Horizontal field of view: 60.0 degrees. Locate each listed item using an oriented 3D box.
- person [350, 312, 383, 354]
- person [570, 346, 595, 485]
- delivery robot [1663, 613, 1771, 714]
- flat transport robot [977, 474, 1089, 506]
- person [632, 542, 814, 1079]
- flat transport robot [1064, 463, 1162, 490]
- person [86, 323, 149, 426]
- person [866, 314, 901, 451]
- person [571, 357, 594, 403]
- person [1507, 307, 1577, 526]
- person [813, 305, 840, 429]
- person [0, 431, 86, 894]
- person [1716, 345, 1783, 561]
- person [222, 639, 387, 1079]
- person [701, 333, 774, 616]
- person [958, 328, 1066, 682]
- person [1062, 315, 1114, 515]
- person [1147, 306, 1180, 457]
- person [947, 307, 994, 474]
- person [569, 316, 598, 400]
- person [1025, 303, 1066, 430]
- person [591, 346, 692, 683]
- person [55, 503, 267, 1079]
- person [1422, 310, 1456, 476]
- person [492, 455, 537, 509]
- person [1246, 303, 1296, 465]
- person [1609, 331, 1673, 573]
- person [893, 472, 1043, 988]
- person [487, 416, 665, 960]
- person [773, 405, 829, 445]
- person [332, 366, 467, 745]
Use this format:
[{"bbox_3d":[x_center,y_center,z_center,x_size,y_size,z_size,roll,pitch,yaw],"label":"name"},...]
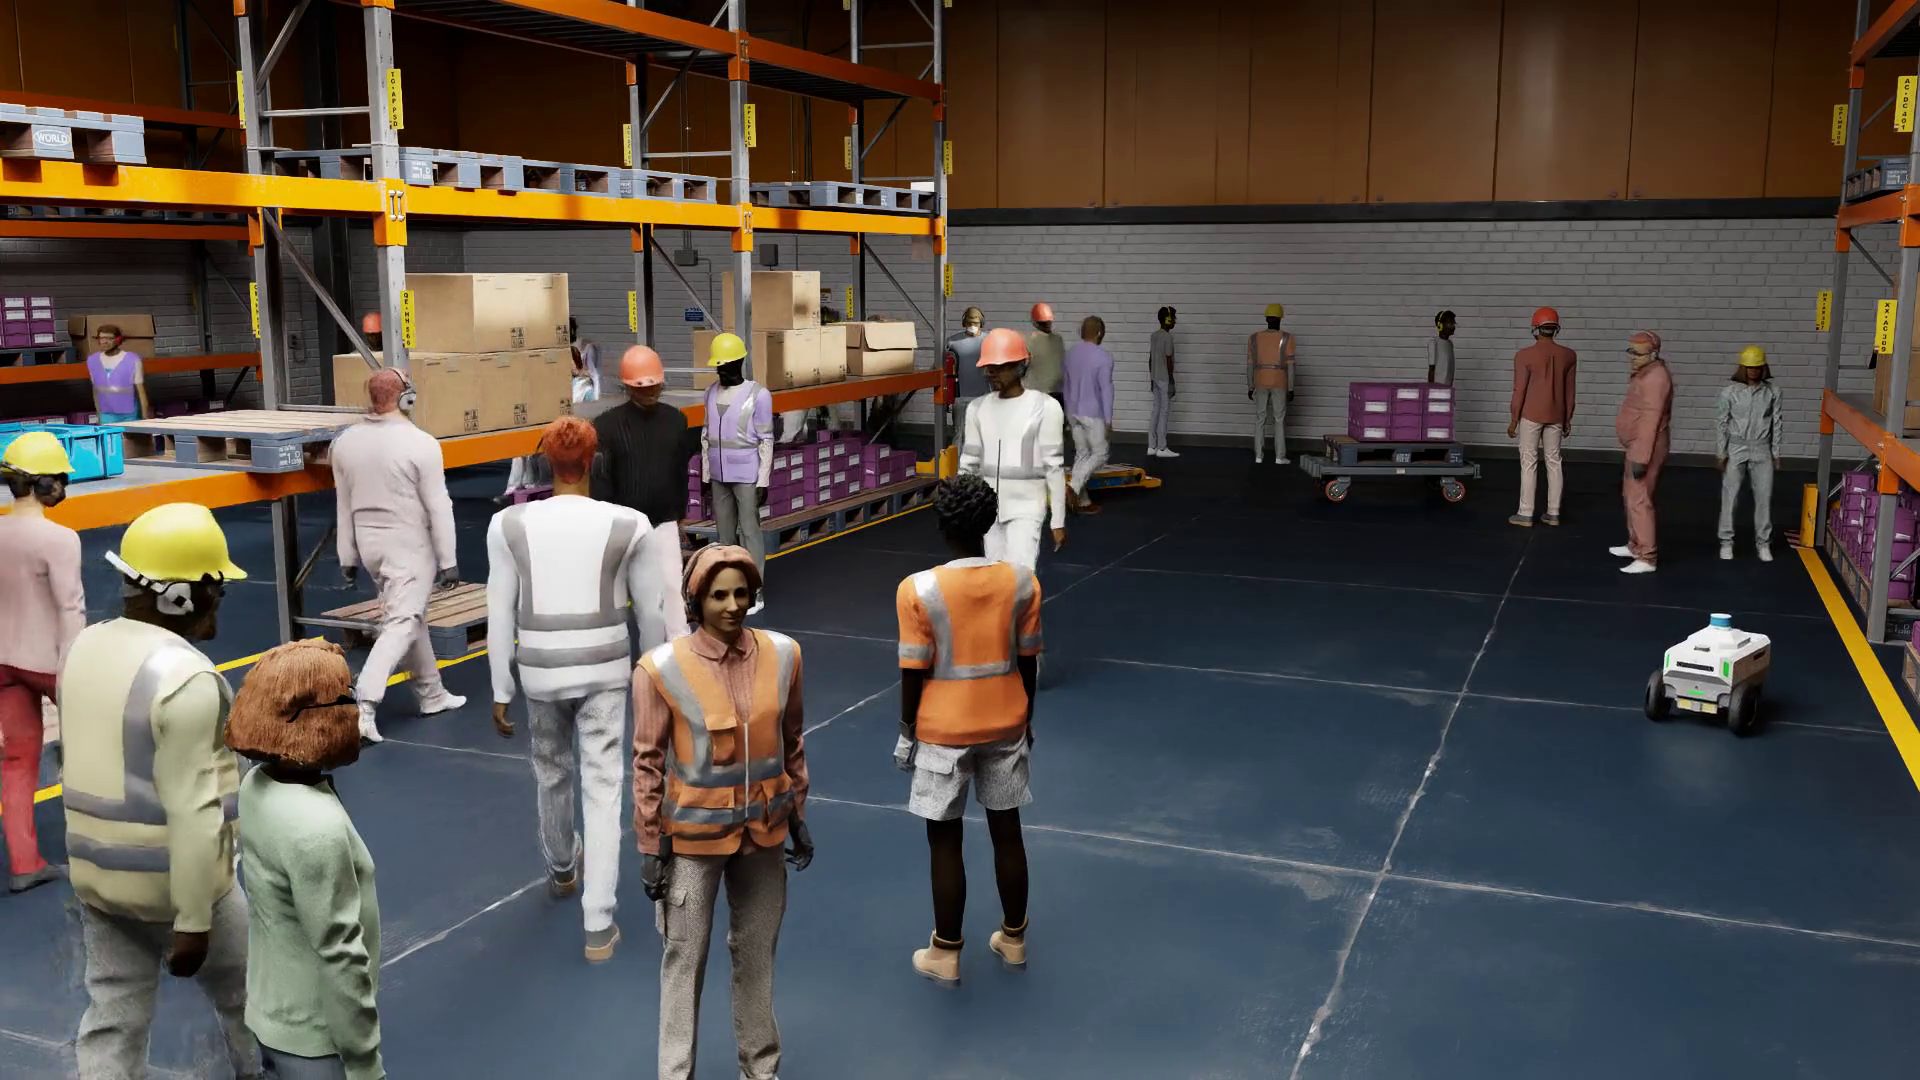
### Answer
[{"bbox_3d":[-5.513,-1.197,15.817,0.551,1.936,0.370,-2,10,-14],"label":"person"},{"bbox_3d":[-3.574,-0.975,15.363,0.522,1.639,0.309,5,11,30],"label":"person"},{"bbox_3d":[3.945,0.626,8.657,0.477,0.478,0.707,8,12,41],"label":"delivery robot"},{"bbox_3d":[0.617,-0.525,16.772,0.652,0.197,1.431,-6,11,-31],"label":"flat transport robot"},{"bbox_3d":[-0.638,0.815,4.517,0.525,1.639,0.307,-7,11,-35],"label":"person"},{"bbox_3d":[1.360,-0.650,17.530,1.431,0.197,0.652,-6,11,-31],"label":"flat transport robot"},{"bbox_3d":[-8.404,-1.286,16.755,0.569,1.814,0.816,0,9,2],"label":"person"},{"bbox_3d":[-0.870,-1.634,18.791,0.383,1.827,0.553,-2,10,-14],"label":"person"},{"bbox_3d":[-3.338,-0.825,14.509,0.539,1.613,0.623,4,10,24],"label":"person"},{"bbox_3d":[5.288,-1.118,15.152,0.625,1.992,0.389,-2,10,-10],"label":"person"},{"bbox_3d":[-1.738,-2.152,21.856,0.543,1.850,0.392,9,13,44],"label":"person"},{"bbox_3d":[-3.458,0.457,6.377,0.527,1.749,0.594,3,10,19],"label":"person"},{"bbox_3d":[6.353,-0.697,13.386,0.510,1.739,0.314,1,9,9],"label":"person"},{"bbox_3d":[-1.299,1.004,3.392,0.286,1.633,0.499,-7,12,-38],"label":"person"},{"bbox_3d":[-1.534,-0.441,11.287,0.586,1.917,0.380,6,11,32],"label":"person"},{"bbox_3d":[0.246,-0.138,9.114,0.654,2.026,0.501,7,12,36],"label":"person"},{"bbox_3d":[1.149,-1.157,15.668,0.554,1.907,0.672,-8,12,-40],"label":"person"},{"bbox_3d":[2.528,-1.965,20.685,0.309,1.864,0.535,-4,10,-20],"label":"person"},{"bbox_3d":[0.130,-1.517,17.764,0.627,1.934,0.371,-1,9,-7],"label":"person"},{"bbox_3d":[-4.415,-1.665,19.059,0.637,1.814,0.867,3,10,16],"label":"person"},{"bbox_3d":[0.979,-1.709,18.885,0.639,1.950,0.671,8,13,41],"label":"person"},{"bbox_3d":[-1.741,-0.102,9.162,0.649,1.927,1.043,-7,12,-36],"label":"person"},{"bbox_3d":[-1.896,0.794,4.165,0.581,1.788,0.802,5,11,29],"label":"person"},{"bbox_3d":[5.408,-1.633,18.655,0.324,1.871,0.526,8,12,39],"label":"person"},{"bbox_3d":[-4.364,-1.204,16.149,0.594,1.834,0.987,3,10,19],"label":"person"},{"bbox_3d":[3.707,-1.853,19.814,0.589,1.928,0.385,5,10,26],"label":"person"},{"bbox_3d":[5.273,-0.682,12.886,0.397,1.878,0.808,3,10,19],"label":"person"},{"bbox_3d":[0.026,0.624,5.499,0.540,1.696,0.317,-5,10,-26],"label":"person"},{"bbox_3d":[-1.351,0.474,5.953,0.587,1.839,0.933,-1,9,-5],"label":"person"},{"bbox_3d":[-1.722,-1.447,17.825,0.962,1.779,0.627,-7,12,-35],"label":"person"},{"bbox_3d":[-2.854,0.059,8.395,0.647,1.869,0.965,5,10,26],"label":"person"}]
